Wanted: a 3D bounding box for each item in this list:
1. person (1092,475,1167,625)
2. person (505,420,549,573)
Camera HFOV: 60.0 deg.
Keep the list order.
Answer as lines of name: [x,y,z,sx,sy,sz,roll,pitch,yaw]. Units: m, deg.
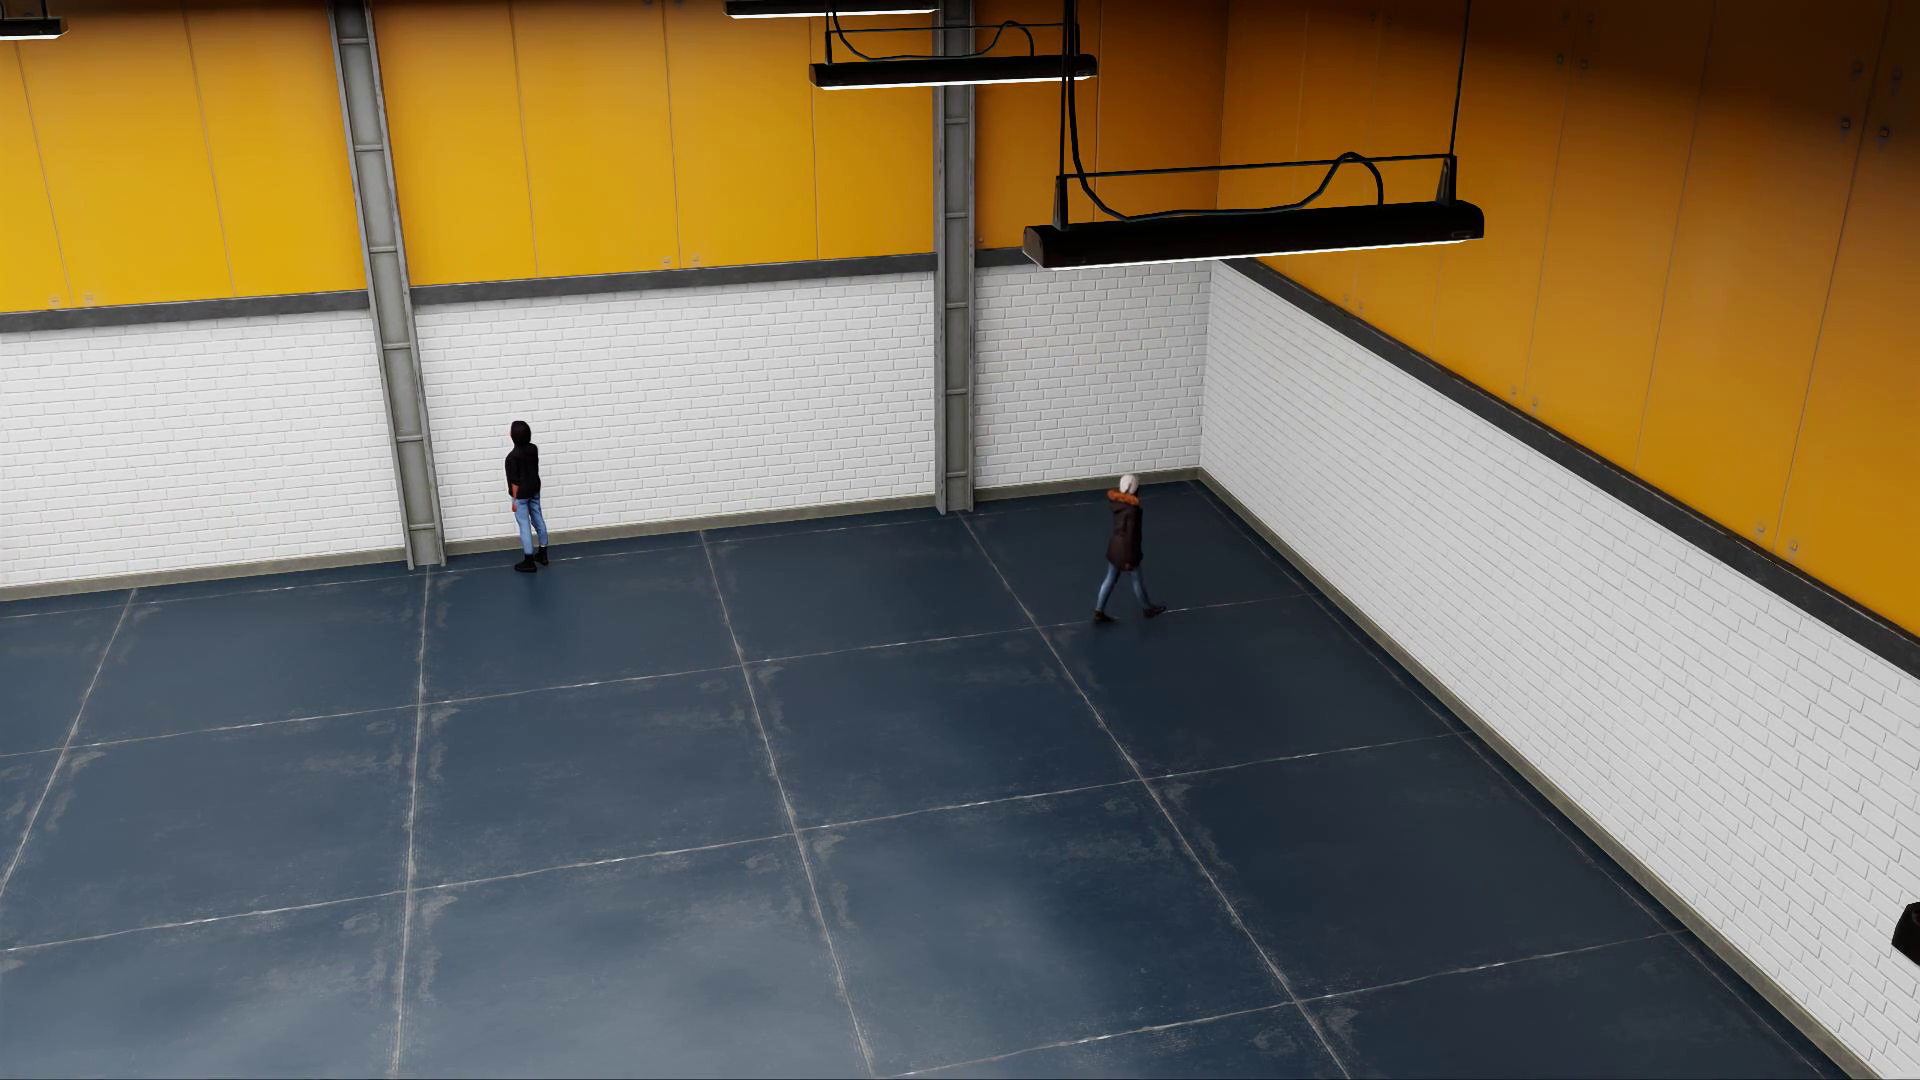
person: [1.573,0.131,16.578,1.042,1.591,0.697,-9,25,-19]
person: [-4.651,-0.485,17.848,0.710,1.702,0.655,12,26,25]
